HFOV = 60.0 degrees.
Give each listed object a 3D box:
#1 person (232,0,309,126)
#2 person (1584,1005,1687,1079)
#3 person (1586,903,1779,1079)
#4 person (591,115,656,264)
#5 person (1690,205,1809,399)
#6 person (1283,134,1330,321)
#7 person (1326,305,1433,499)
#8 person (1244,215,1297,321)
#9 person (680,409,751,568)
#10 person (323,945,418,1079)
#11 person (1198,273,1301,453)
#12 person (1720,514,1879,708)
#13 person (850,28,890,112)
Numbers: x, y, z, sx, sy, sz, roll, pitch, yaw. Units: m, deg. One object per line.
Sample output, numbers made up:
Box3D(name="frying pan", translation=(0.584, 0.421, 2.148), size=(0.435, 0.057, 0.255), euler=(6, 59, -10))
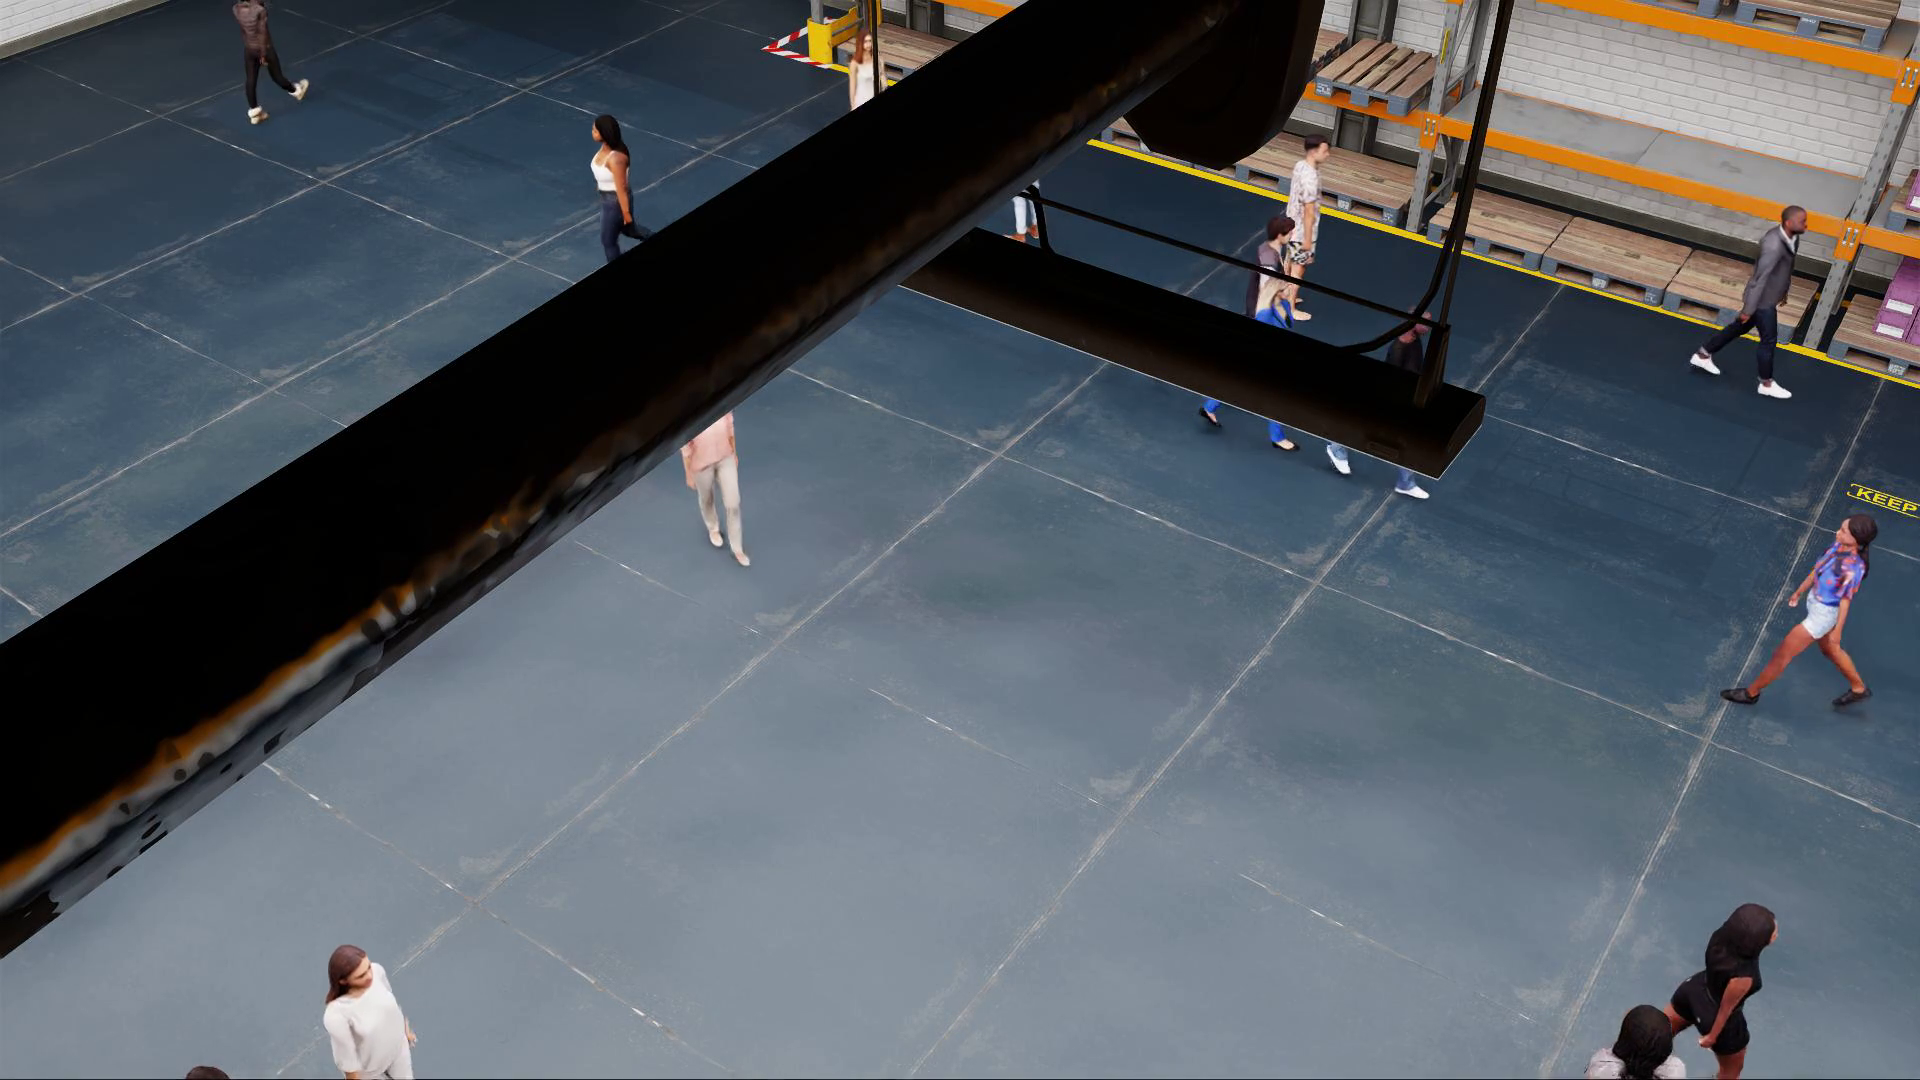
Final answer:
Box3D(name="person", translation=(-8.065, -5.715, 19.280), size=(0.946, 1.633, 1.100), euler=(-25, 45, -28))
Box3D(name="person", translation=(3.334, 2.995, 8.404), size=(0.803, 1.596, 0.861), euler=(0, 39, 0))
Box3D(name="person", translation=(3.923, 2.520, 8.916), size=(1.252, 1.699, 0.984), euler=(5, 39, 6))
Box3D(name="person", translation=(-3.216, -3.285, 16.120), size=(1.175, 1.780, 1.147), euler=(-8, 39, -10))
Box3D(name="person", translation=(6.998, -2.144, 14.697), size=(1.116, 1.773, 0.727), euler=(24, 45, 27))
Box3D(name="person", translation=(3.212, -2.972, 15.700), size=(0.786, 1.815, 0.751), euler=(-3, 39, -3))
Box3D(name="person", translation=(3.455, -1.137, 13.484), size=(1.164, 1.714, 0.674), euler=(29, 47, 31))
Box3D(name="person", translation=(2.518, -1.958, 14.424), size=(1.123, 1.823, 0.981), euler=(4, 39, 5))
Box3D(name="person", translation=(-1.953, -0.655, 12.888), size=(0.867, 1.703, 0.991), euler=(-16, 41, -19))
Box3D(name="person", translation=(-3.139, 2.684, 8.728), size=(0.781, 1.678, 0.718), euler=(11, 40, 14))
Box3D(name="person", translation=(2.462, -1.507, 13.990), size=(1.213, 1.659, 0.792), euler=(14, 41, 16))
Box3D(name="person", translation=(6.005, 0.550, 11.381), size=(1.303, 1.701, 0.926), euler=(8, 39, 10))
Box3D(name="person", translation=(-1.025, -4.738, 18.015), size=(0.836, 1.684, 1.031), euler=(-20, 43, -23))
